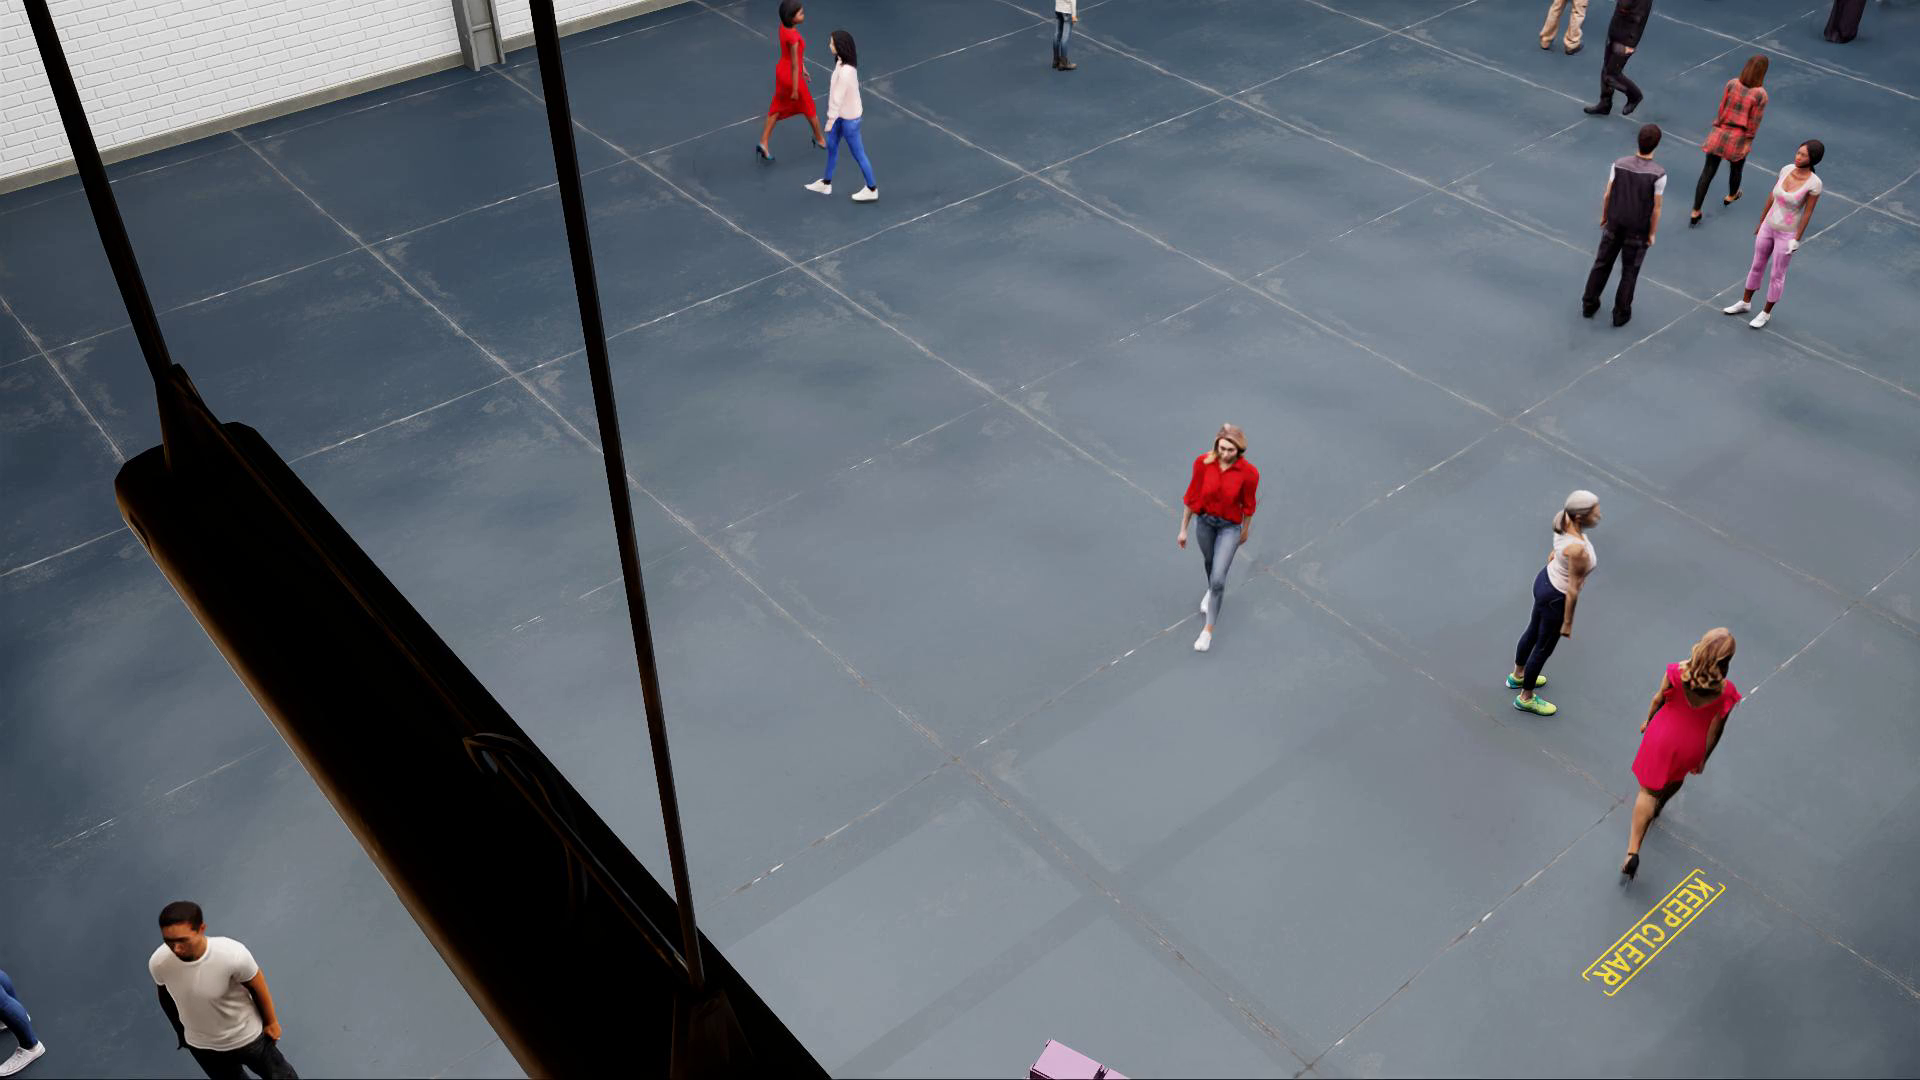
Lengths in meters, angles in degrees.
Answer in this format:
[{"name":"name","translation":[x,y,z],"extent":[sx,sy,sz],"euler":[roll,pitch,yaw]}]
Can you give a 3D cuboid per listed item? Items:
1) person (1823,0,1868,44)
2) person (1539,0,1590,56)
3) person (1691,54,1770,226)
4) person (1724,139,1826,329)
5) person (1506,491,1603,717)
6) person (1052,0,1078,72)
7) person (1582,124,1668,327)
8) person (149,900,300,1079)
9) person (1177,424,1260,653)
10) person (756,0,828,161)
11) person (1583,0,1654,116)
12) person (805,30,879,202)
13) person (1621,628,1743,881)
[{"name":"person","translation":[10.693,-6.740,19.743],"extent":[0.752,1.614,0.646],"euler":[18,42,21]},{"name":"person","translation":[7.214,-6.612,19.407],"extent":[0.739,1.834,0.735],"euler":[29,47,31]},{"name":"person","translation":[7.391,-3.829,16.065],"extent":[1.041,1.657,0.641],"euler":[-30,47,-32]},{"name":"person","translation":[7.194,-2.696,14.579],"extent":[0.573,1.740,0.620],"euler":[-19,42,-22]},{"name":"person","translation":[3.838,0.382,10.753],"extent":[0.732,1.703,0.679],"euler":[2,39,2]},{"name":"person","translation":[1.195,-6.076,19.151],"extent":[0.501,1.316,0.478],"euler":[-25,45,-28]},{"name":"person","translation":[5.817,-2.744,14.555],"extent":[0.701,1.844,0.618],"euler":[30,47,32]},{"name":"person","translation":[-3.589,2.382,8.170],"extent":[0.680,1.802,0.782],"euler":[-2,39,-3]},{"name":"person","translation":[1.784,-0.134,11.423],"extent":[0.893,1.674,1.093],"euler":[16,41,19]},{"name":"person","translation":[-1.830,-4.687,17.113],"extent":[1.157,1.689,0.750],"euler":[-16,41,-19]},{"name":"person","translation":[7.237,-5.418,17.917],"extent":[0.992,1.827,0.931],"euler":[-2,39,-2]},{"name":"person","translation":[-1.012,-4.144,16.395],"extent":[1.093,1.735,0.989],"euler":[-2,39,-3]},{"name":"person","translation":[4.135,1.254,9.677],"extent":[0.865,1.685,1.105],"euler":[16,41,19]}]
